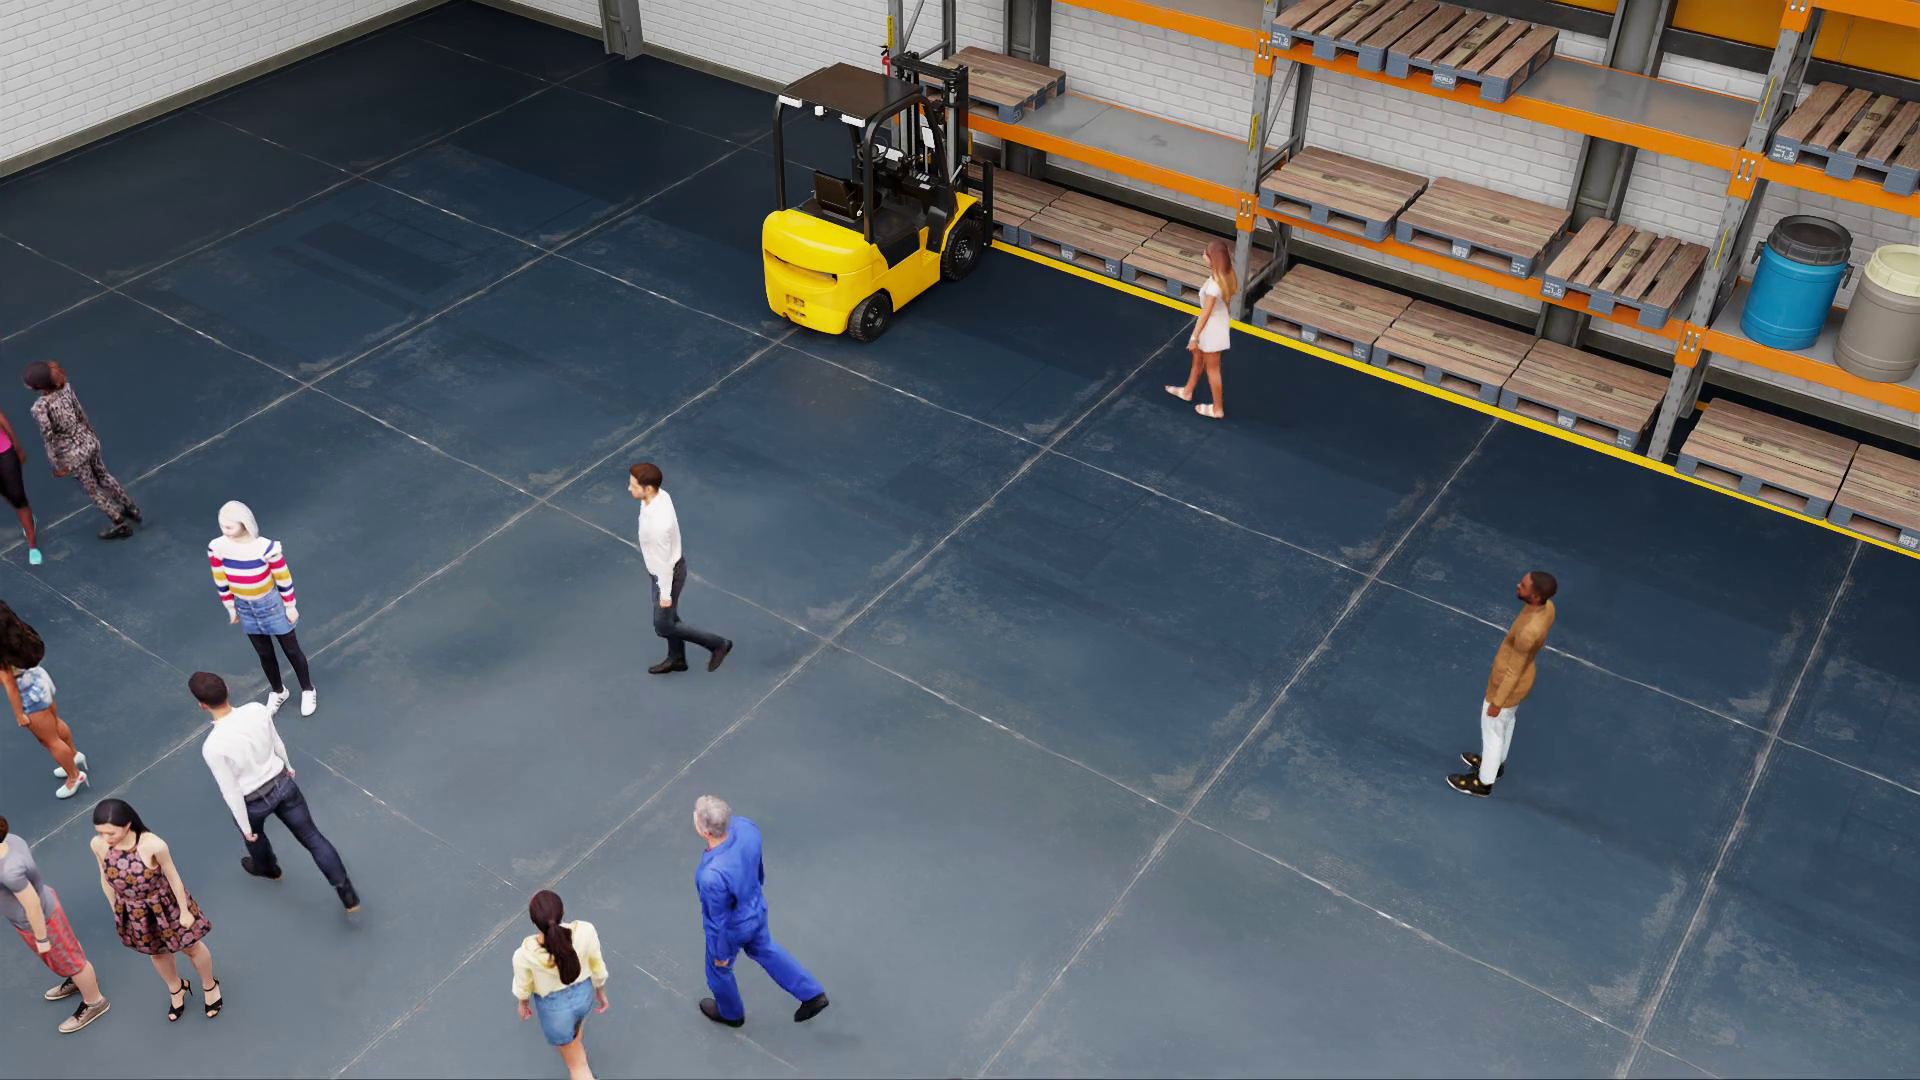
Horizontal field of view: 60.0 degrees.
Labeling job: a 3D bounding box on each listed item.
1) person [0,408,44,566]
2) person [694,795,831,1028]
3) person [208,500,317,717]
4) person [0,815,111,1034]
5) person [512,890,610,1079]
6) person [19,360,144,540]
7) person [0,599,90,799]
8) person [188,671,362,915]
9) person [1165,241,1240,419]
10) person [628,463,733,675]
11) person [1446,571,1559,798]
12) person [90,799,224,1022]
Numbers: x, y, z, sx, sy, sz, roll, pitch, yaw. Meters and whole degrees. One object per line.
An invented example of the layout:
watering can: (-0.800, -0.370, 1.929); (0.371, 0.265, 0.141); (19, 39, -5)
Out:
person: (-7.427, -0.693, 12.779); (0.917, 1.689, 1.082); (-14, 41, -17)
person: (-1.154, 2.117, 9.172); (1.081, 1.799, 0.870); (13, 40, 16)
person: (-4.706, 0.455, 11.247); (0.668, 1.807, 0.780); (0, 39, 0)
person: (-5.162, 2.096, 9.317); (0.715, 1.650, 0.584); (-24, 44, -27)
person: (-2.069, 2.523, 8.828); (0.879, 1.595, 1.187); (-25, 45, -28)
person: (-6.741, -0.682, 12.762); (0.750, 1.692, 0.776); (14, 41, 17)
person: (-5.982, 1.002, 10.710); (0.728, 1.621, 0.651); (-14, 41, -16)
person: (-4.055, 1.547, 9.852); (1.240, 1.841, 0.687); (24, 44, 27)
person: (2.220, -1.757, 14.117); (0.861, 1.682, 0.671); (18, 42, 21)
person: (-1.928, 0.226, 11.497); (0.985, 1.852, 0.930); (-8, 39, -9)
person: (3.558, 0.907, 10.673); (0.604, 1.816, 0.657); (20, 43, 23)
person: (-4.483, 2.062, 9.259); (0.790, 1.776, 0.863); (-1, 39, -1)
